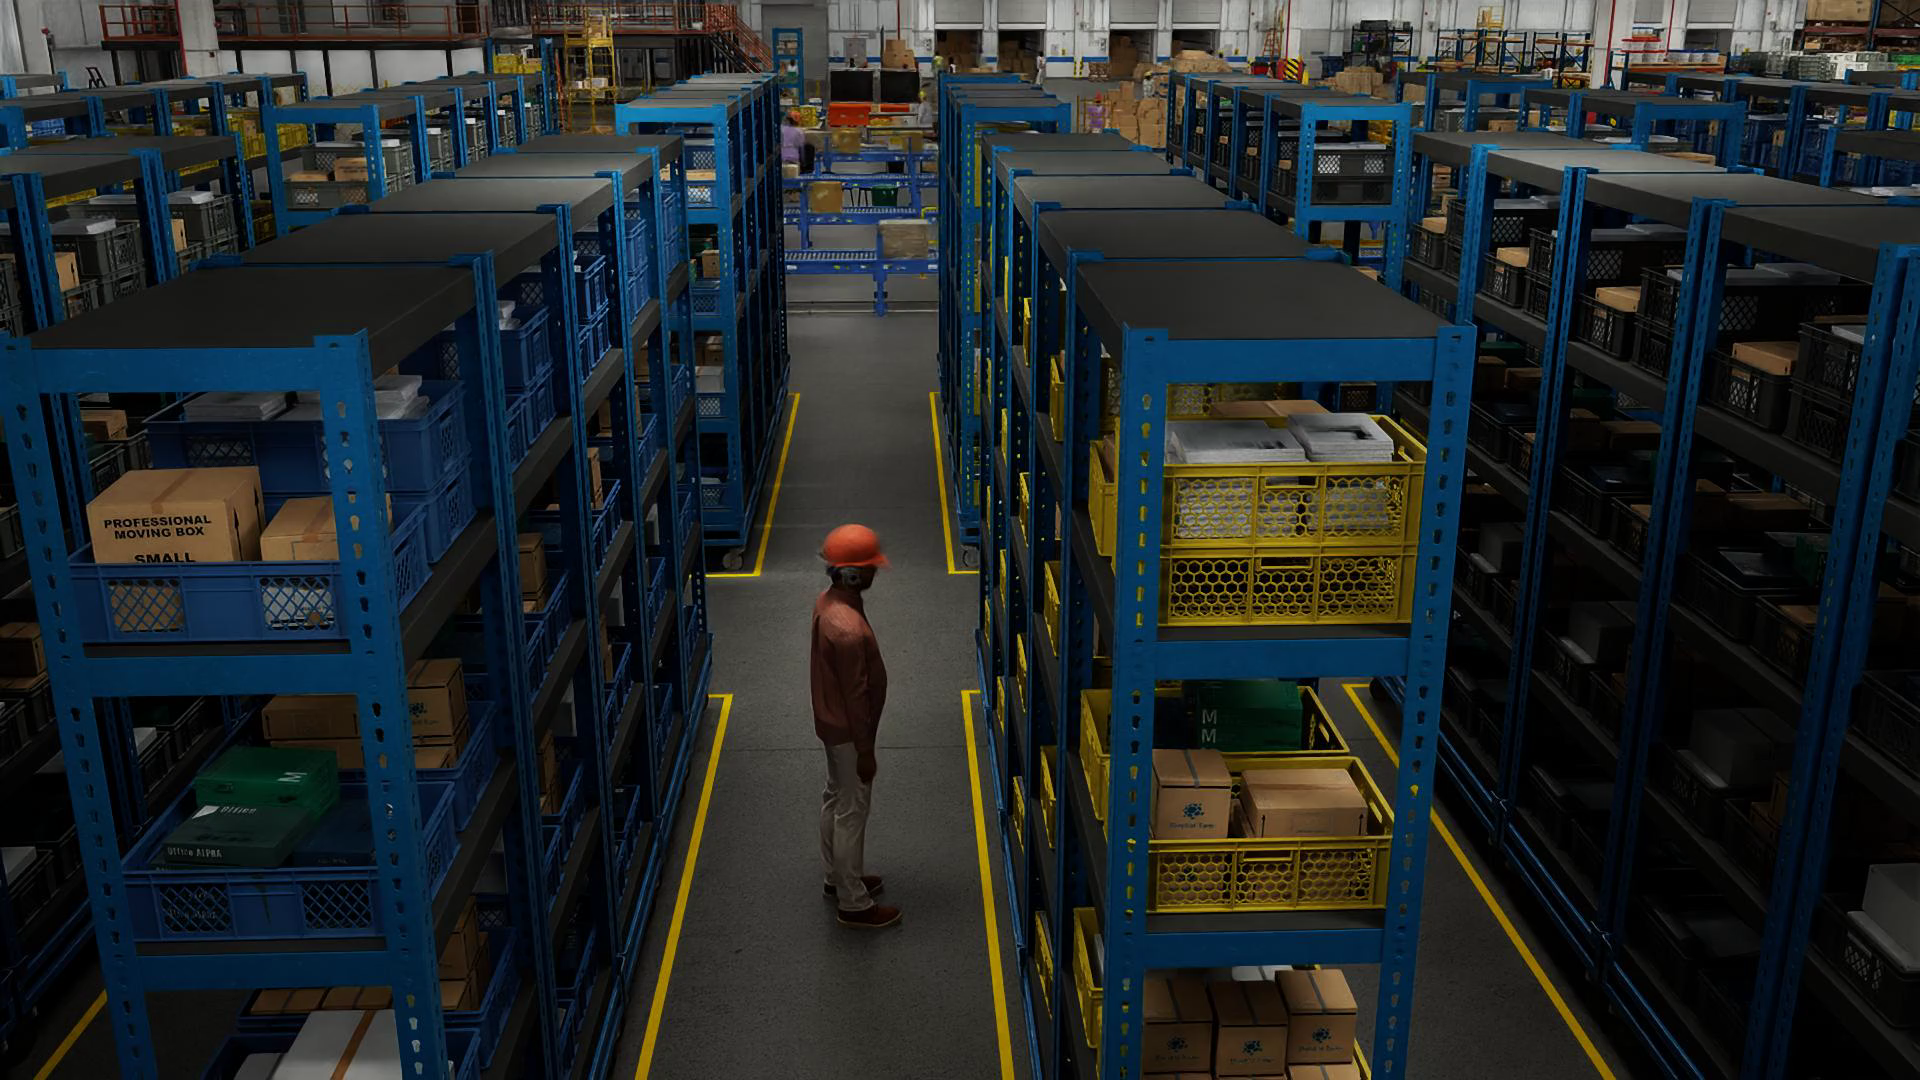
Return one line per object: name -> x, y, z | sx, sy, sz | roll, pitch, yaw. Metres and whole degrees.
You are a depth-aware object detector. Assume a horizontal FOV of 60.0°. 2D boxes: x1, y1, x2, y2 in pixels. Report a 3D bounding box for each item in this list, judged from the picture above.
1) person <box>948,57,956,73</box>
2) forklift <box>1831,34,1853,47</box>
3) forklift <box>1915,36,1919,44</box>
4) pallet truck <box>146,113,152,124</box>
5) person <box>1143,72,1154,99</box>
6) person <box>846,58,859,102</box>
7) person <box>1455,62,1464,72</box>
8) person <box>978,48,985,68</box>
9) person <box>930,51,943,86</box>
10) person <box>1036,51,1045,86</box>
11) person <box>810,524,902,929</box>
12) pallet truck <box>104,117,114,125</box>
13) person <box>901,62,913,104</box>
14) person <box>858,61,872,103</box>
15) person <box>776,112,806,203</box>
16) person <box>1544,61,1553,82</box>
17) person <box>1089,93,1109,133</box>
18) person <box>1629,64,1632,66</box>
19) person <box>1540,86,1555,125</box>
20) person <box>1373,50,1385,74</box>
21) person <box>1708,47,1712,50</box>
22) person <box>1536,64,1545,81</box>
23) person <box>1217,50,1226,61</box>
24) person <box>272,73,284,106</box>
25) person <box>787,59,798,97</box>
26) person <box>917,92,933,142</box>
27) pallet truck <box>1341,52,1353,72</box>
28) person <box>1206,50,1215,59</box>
person -> -0.359, -21.192, 76.389 | 0.378, 1.916, 0.598 | 3, 18, 9
forklift -> 44.028, -23.961, 83.412 | 1.129, 2.768, 1.873 | -1, 18, -2
forklift -> 50.200, -25.081, 86.878 | 1.129, 2.768, 1.873 | -10, 20, -27
pallet truck -> -18.087, -8.309, 36.390 | 1.885, 1.965, 0.823 | -1, 18, -4
person -> 7.446, -17.645, 65.761 | 0.498, 1.696, 0.897 | 5, 19, 15
person -> -4.826, -20.701, 74.862 | 0.591, 1.917, 0.379 | 5, 19, 16
person -> 21.162, -19.277, 70.455 | 0.511, 1.914, 0.584 | 6, 19, 19
person -> 1.274, -26.308, 92.197 | 0.601, 1.928, 0.618 | 4, 18, 13
person -> -1.286, -25.274, 89.197 | 0.647, 1.796, 0.929 | -11, 21, -30
person -> 4.338, -25.241, 89.039 | 0.430, 1.840, 0.625 | 13, 22, 35
person -> -0.518, 0.884, 7.943 | 0.376, 1.997, 0.612 | -5, 19, -15
pallet truck -> -18.367, -7.885, 35.078 | 1.885, 1.965, 0.823 | 1, 18, 2
person -> -2.258, -19.371, 70.761 | 0.567, 1.905, 0.607 | 16, 24, 40
person -> -3.917, -18.937, 69.313 | 0.632, 1.972, 0.598 | -8, 20, -23
person -> -3.777, -8.495, 36.989 | 0.685, 1.989, 0.481 | 4, 18, 11
person -> 25.394, -19.746, 71.963 | 0.337, 1.882, 0.584 | 17, 24, 42
person -> 3.892, -11.629, 46.862 | 0.538, 1.886, 1.021 | -4, 18, -12
person -> 32.187, -22.508, 80.466 | 0.654, 1.933, 0.453 | -3, 18, -10
person -> 20.296, -14.980, 57.462 | 0.532, 1.724, 0.909 | 8, 19, 23
person -> 21.194, -23.960, 84.753 | 0.957, 2.000, 0.709 | -7, 19, -21
person -> 42.460, -27.062, 94.576 | 0.502, 1.891, 0.620 | -4, 18, -12
person -> 24.100, -18.857, 69.270 | 0.513, 1.854, 0.321 | -10, 20, -28
person -> 13.924, -25.110, 88.554 | 0.877, 1.896, 0.595 | -12, 22, -33
person -> -25.240, -16.346, 61.566 | 0.453, 1.803, 0.550 | -17, 24, -42
person -> -7.627, -20.946, 75.696 | 0.612, 1.867, 0.411 | 3, 18, 10
person -> -1.066, -12.390, 49.374 | 0.944, 1.783, 0.612 | 7, 19, 20
pallet truck -> 18.794, -23.123, 82.231 | 0.823, 1.965, 1.885 | -13, 22, -35
person -> 13.748, -25.821, 90.875 | 0.551, 1.802, 0.999 | 13, 22, 34
